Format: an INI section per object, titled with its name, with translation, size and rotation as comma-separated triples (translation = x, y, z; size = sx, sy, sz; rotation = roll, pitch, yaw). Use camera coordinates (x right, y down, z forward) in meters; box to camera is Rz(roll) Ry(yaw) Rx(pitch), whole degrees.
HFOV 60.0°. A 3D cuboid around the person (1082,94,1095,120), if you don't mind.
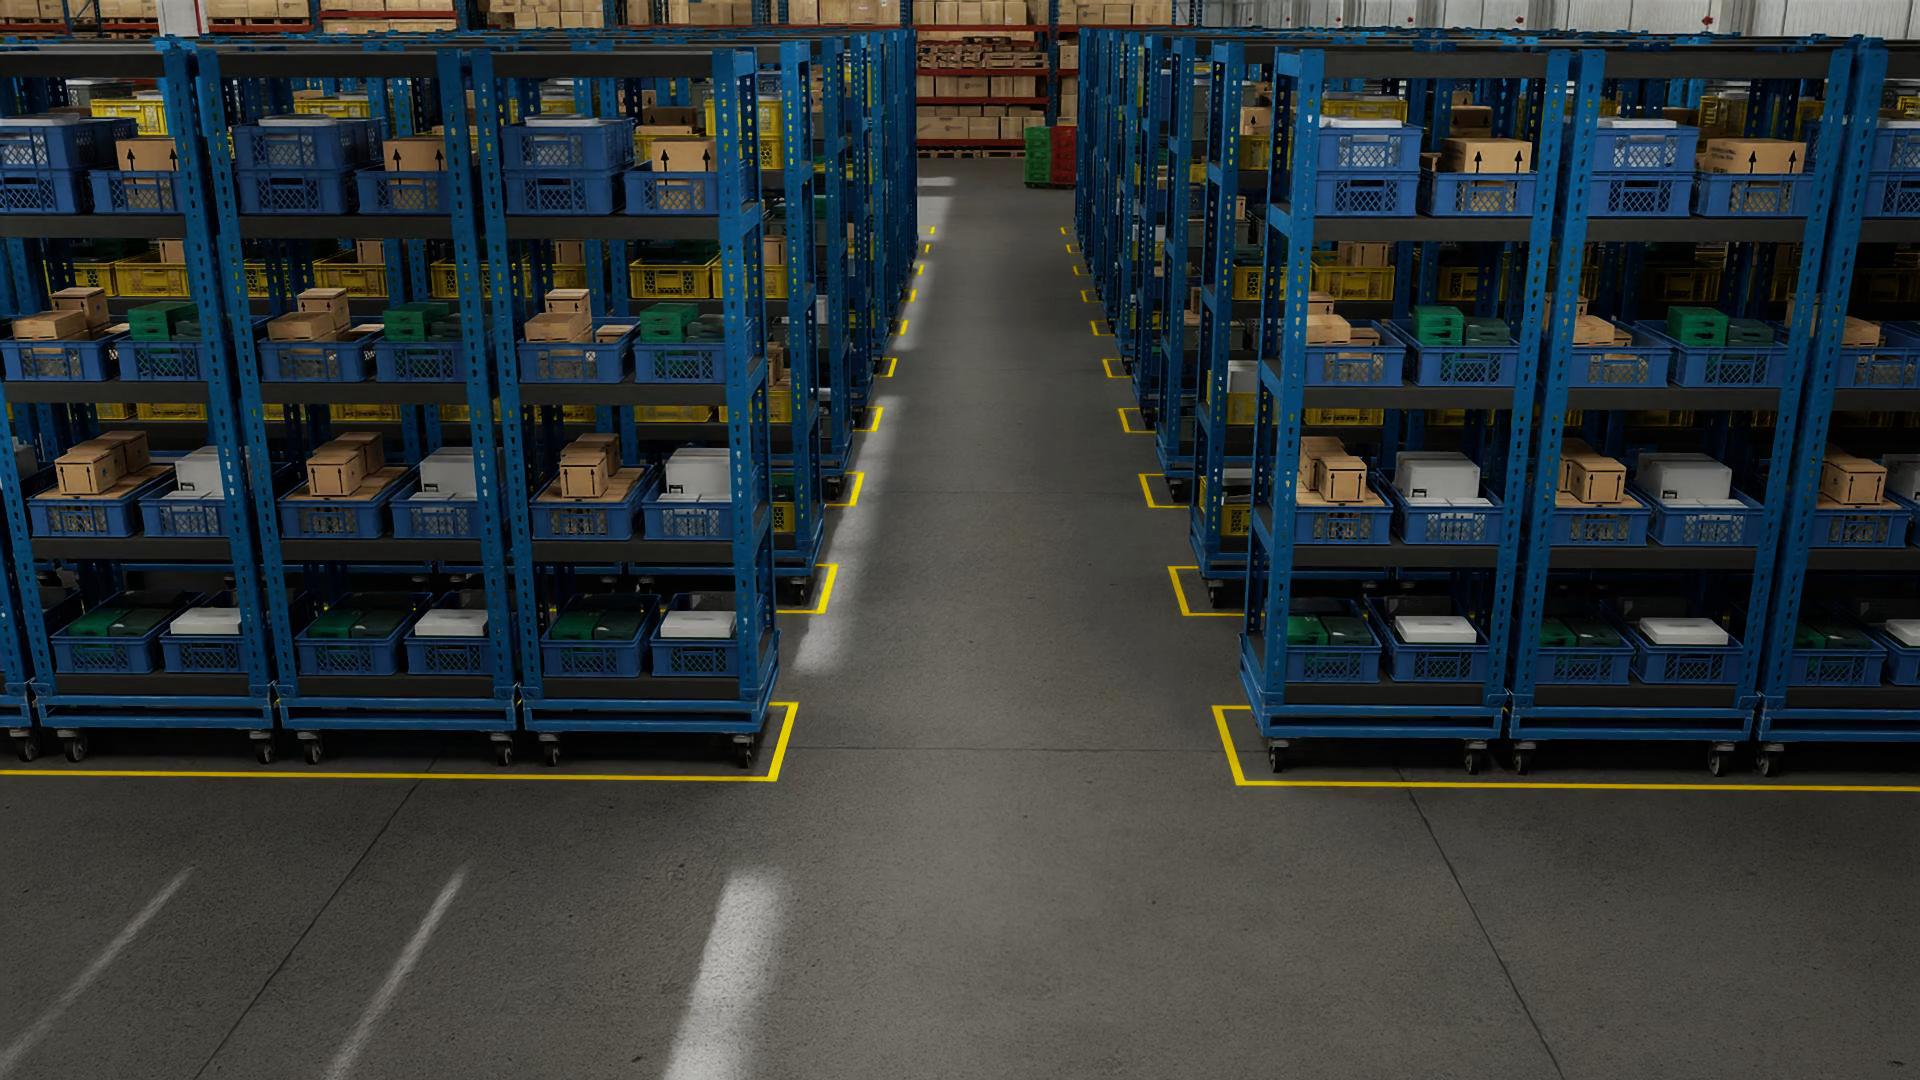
[person]
translation = 3.326, -10.501, 42.587
size = 0.610, 1.985, 0.415
rotation = -2, 18, -6
